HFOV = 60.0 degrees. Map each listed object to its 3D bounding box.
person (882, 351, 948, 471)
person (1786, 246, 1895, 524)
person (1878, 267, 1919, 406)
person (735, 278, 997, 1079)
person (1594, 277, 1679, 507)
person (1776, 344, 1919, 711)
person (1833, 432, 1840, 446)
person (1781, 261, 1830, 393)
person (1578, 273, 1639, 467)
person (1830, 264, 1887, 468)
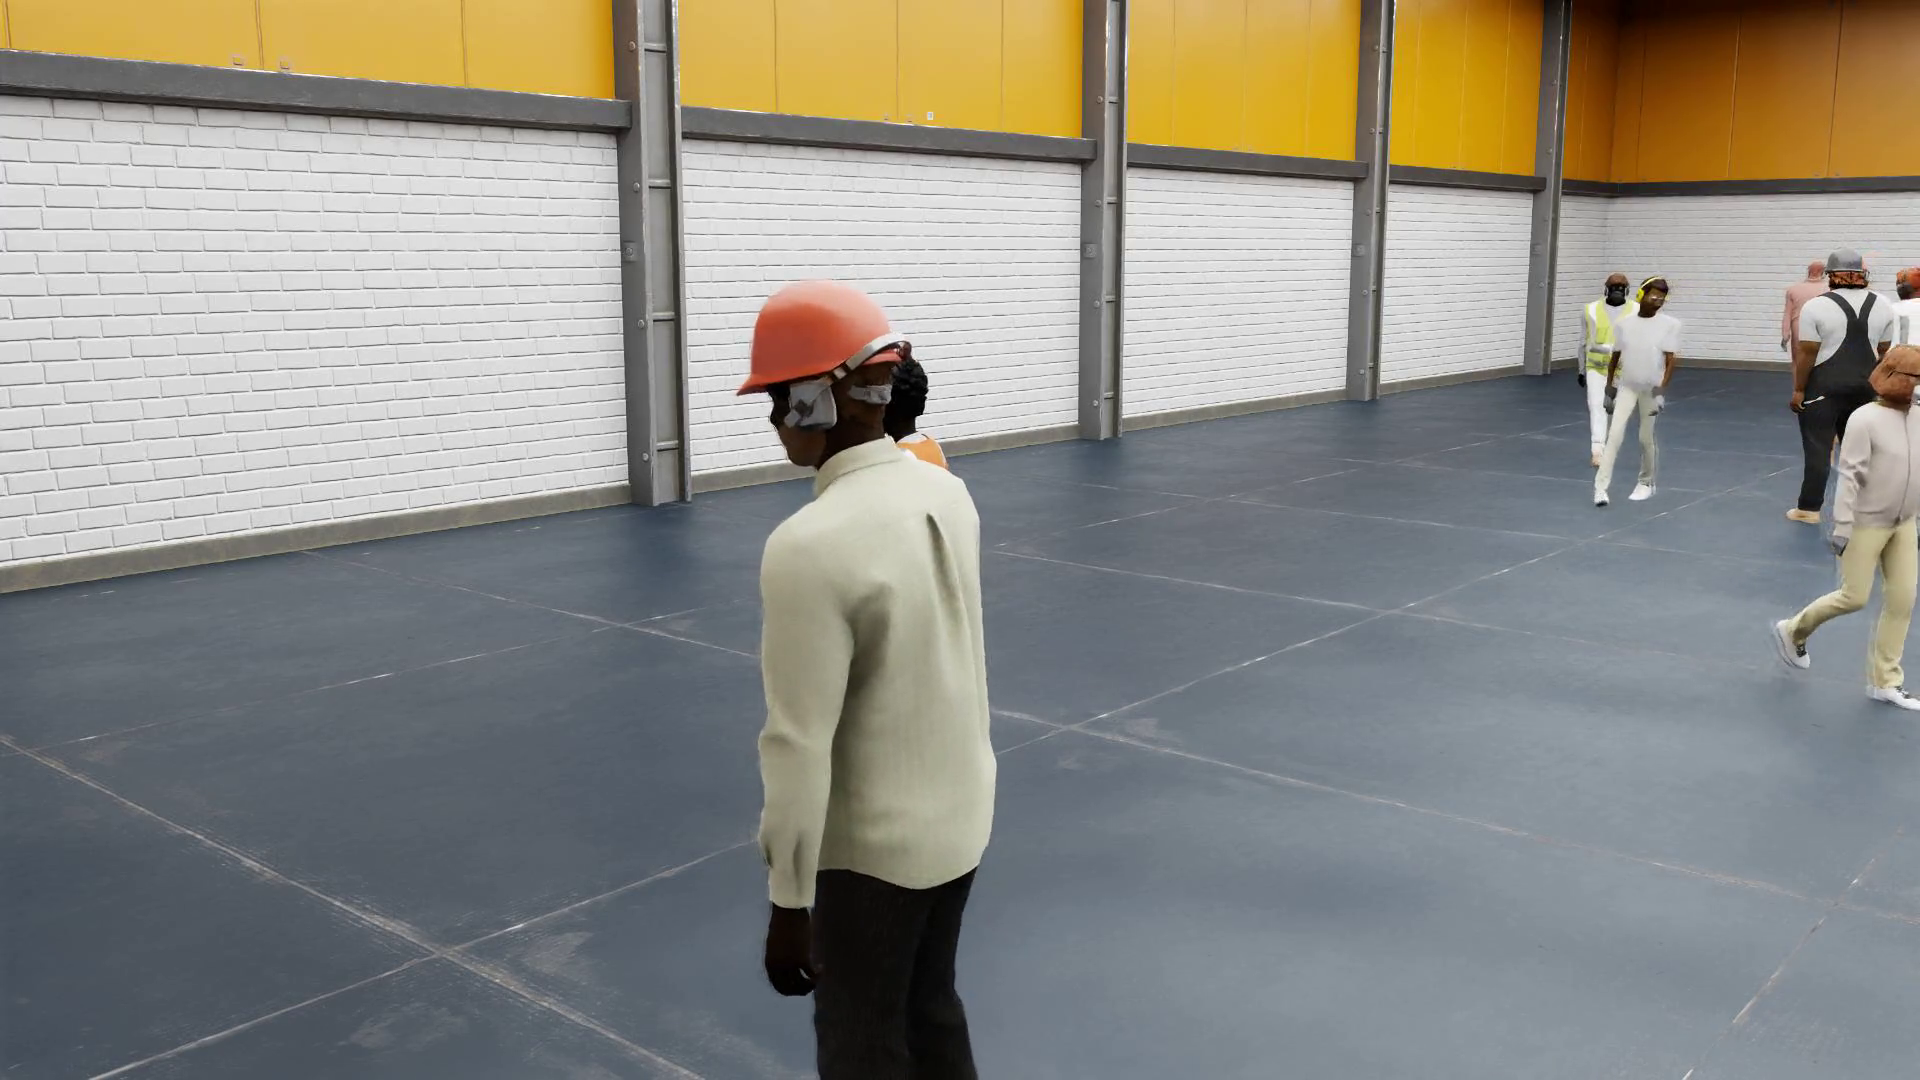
[{"bbox_3d":[-0.189,0.221,5.515,0.319,1.692,0.533,2,10,11],"label":"person"},{"bbox_3d":[6.439,-1.142,12.283,0.684,2.000,0.535,-1,10,-3],"label":"person"},{"bbox_3d":[8.151,-1.415,14.357,0.659,1.847,0.894,-1,10,-3],"label":"person"},{"bbox_3d":[-0.180,0.527,2.992,0.464,1.970,0.634,5,11,26],"label":"person"},{"bbox_3d":[5.352,-1.166,13.119,0.526,1.809,0.918,5,11,27],"label":"person"},{"bbox_3d":[4.056,-0.082,7.461,0.520,1.611,0.650,-4,11,-20],"label":"person"},{"bbox_3d":[9.061,-1.826,17.210,0.541,1.667,0.663,0,10,1],"label":"person"},{"bbox_3d":[10.737,-2.566,20.943,0.666,1.849,1.020,8,13,37],"label":"person"},{"bbox_3d":[6.164,-1.620,15.698,0.640,1.801,0.956,4,11,21],"label":"person"},{"bbox_3d":[8.009,-1.562,14.899,0.656,1.982,1.092,3,10,17],"label":"person"}]
